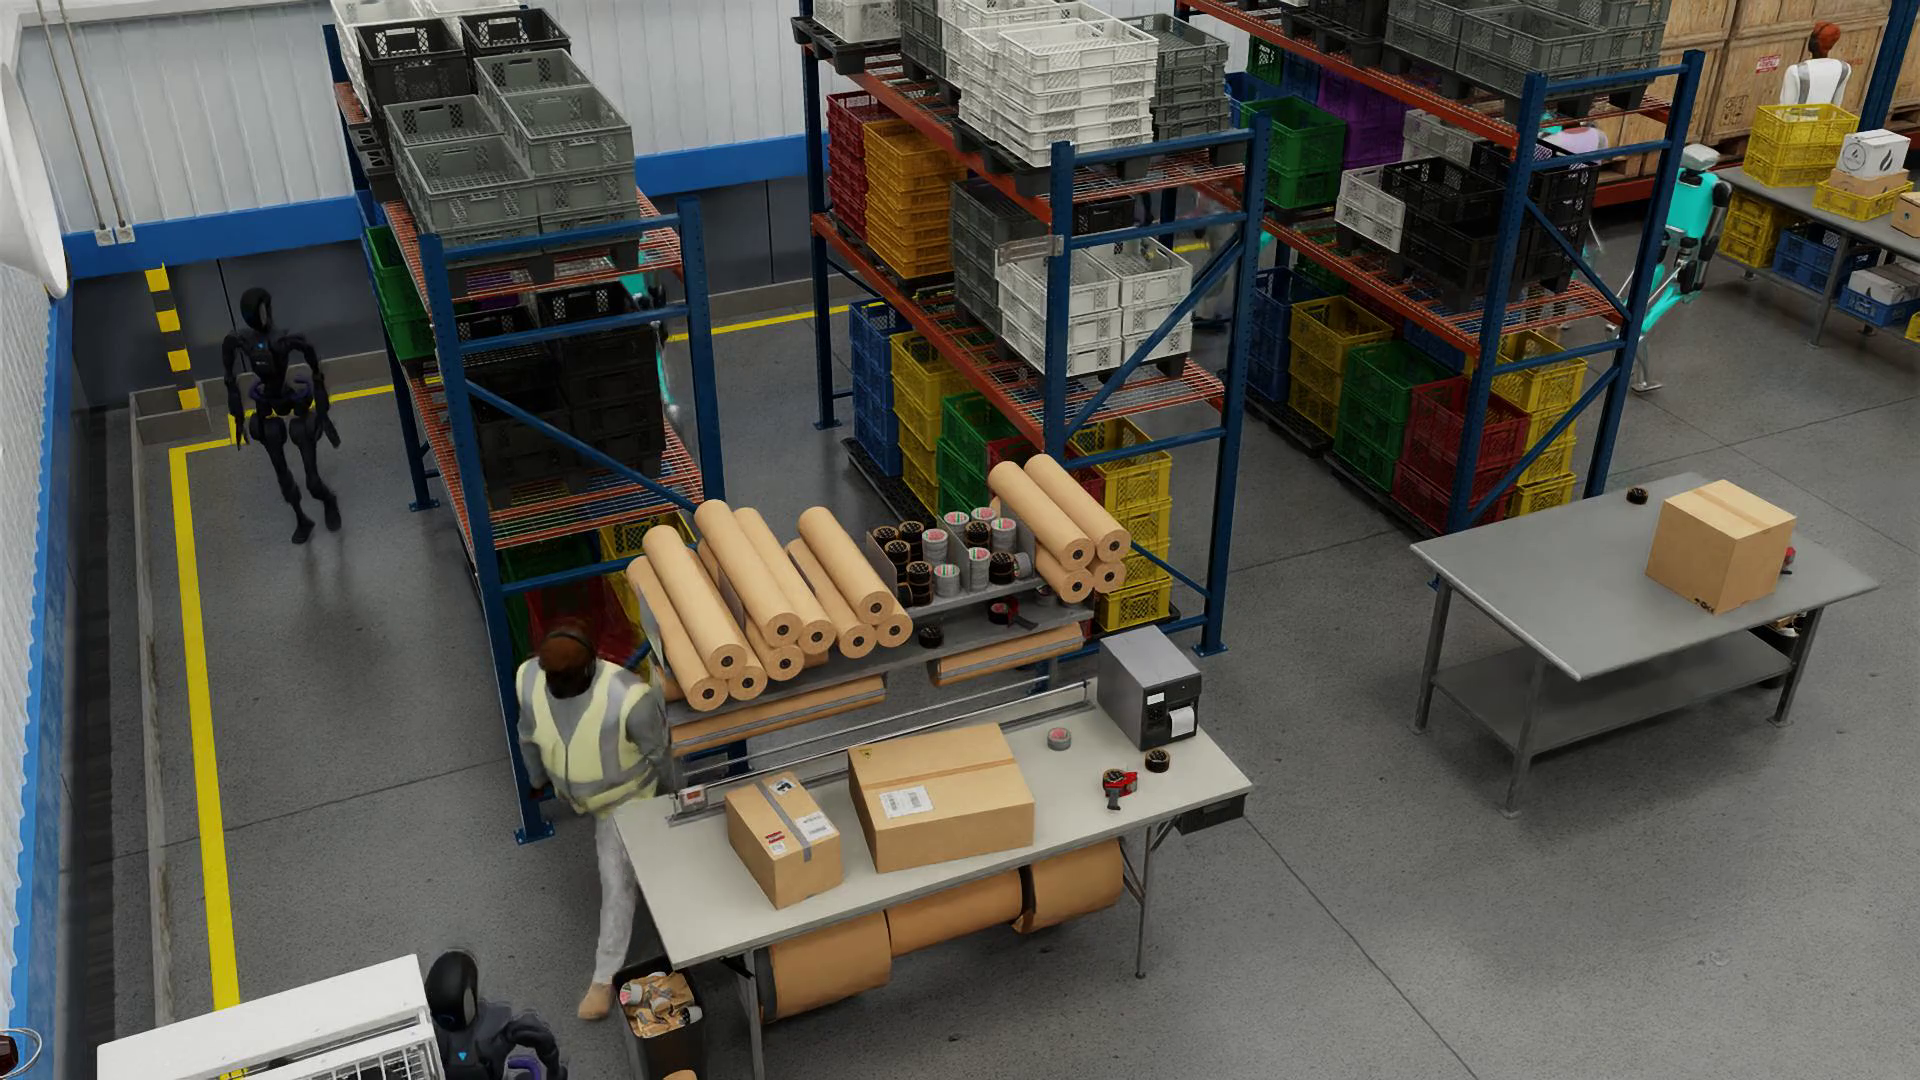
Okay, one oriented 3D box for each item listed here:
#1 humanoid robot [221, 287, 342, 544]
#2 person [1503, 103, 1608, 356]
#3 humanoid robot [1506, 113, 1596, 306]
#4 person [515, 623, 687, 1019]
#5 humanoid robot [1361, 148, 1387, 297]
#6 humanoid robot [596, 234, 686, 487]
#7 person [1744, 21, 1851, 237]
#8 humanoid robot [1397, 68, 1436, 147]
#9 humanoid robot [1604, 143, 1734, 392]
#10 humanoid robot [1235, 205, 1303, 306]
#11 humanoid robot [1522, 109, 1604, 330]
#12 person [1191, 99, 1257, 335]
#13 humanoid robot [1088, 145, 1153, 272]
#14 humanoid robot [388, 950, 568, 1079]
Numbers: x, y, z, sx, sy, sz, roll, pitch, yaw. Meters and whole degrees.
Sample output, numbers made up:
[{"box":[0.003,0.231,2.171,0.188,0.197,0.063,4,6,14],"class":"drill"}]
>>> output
[{"box":[-3.991,-0.724,9.799,0.611,1.645,0.340,-3,32,-4],"class":"humanoid robot"},{"box":[4.298,-2.332,12.068,0.607,2.044,0.391,-13,34,-20],"class":"person"},{"box":[4.513,-2.626,12.806,0.530,1.773,0.662,12,34,19],"class":"humanoid robot"},{"box":[-1.487,1.002,6.925,0.670,1.774,1.040,13,34,20],"class":"person"},{"box":[3.128,-2.469,12.647,0.364,1.653,0.612,12,34,19],"class":"humanoid robot"},{"box":[-1.961,-1.139,10.492,0.547,1.843,0.831,-18,36,-27],"class":"humanoid robot"},{"box":[7.017,-3.380,13.919,0.579,1.884,0.352,-6,32,-10],"class":"person"},{"box":[3.648,-3.254,13.897,0.599,1.657,0.315,3,32,5],"class":"humanoid robot"},{"box":[4.785,-1.838,11.457,0.734,1.692,0.531,-20,37,-29],"class":"humanoid robot"},{"box":[2.304,-2.514,12.702,0.666,1.845,0.557,-9,33,-14],"class":"humanoid robot"},{"box":[4.531,-2.353,12.345,0.531,1.734,0.712,-21,37,-30],"class":"humanoid robot"},{"box":[1.986,-2.460,12.529,0.422,1.771,0.660,11,33,17],"class":"person"},{"box":[1.139,-2.149,12.131,0.616,1.640,0.405,14,34,21],"class":"humanoid robot"},{"box":[-1.521,1.955,5.461,0.586,1.643,0.482,-5,32,-8],"class":"humanoid robot"}]
